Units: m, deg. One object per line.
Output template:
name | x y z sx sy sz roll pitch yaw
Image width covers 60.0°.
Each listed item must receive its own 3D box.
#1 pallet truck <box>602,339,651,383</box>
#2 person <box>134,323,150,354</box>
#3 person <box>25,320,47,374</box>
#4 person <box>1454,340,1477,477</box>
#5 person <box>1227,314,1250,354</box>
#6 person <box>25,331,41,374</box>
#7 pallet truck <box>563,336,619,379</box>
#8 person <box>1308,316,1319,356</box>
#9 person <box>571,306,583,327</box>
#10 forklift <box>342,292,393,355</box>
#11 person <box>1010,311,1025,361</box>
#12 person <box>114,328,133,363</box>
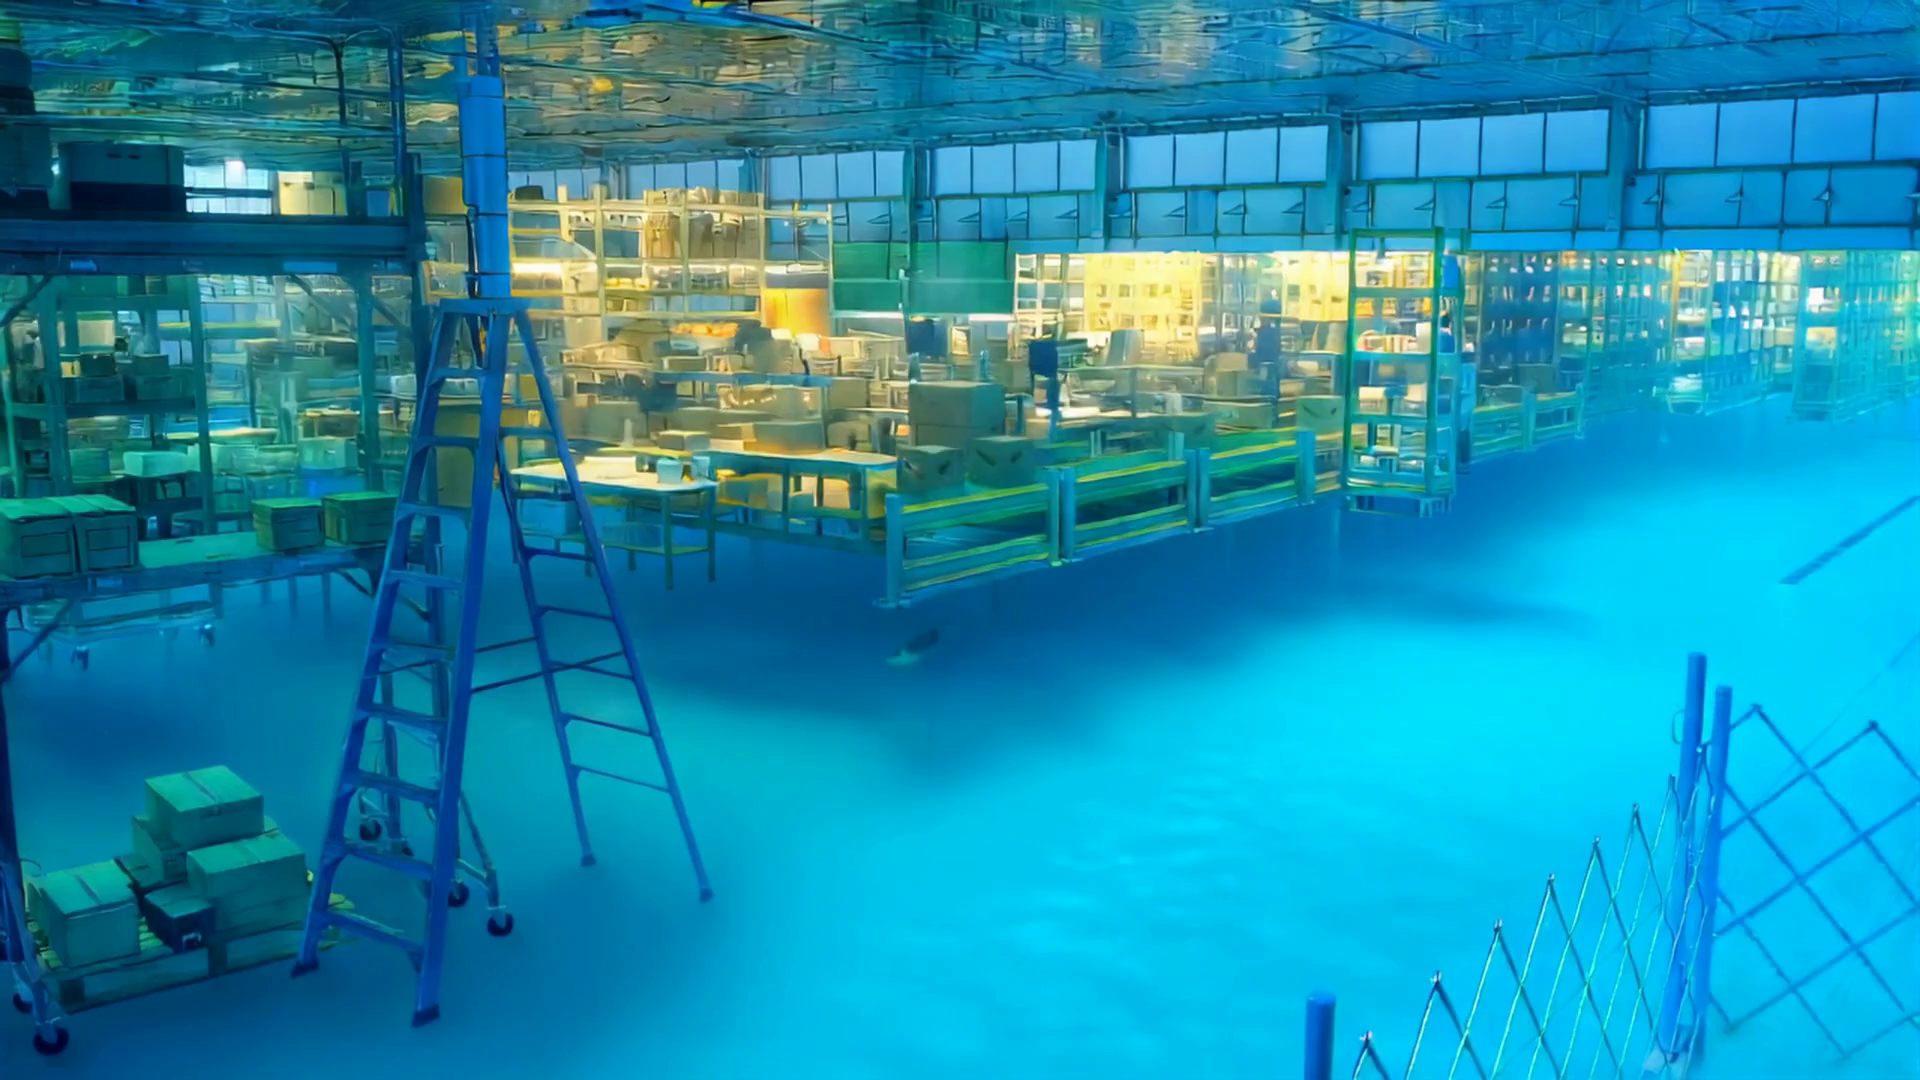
pallet truck | -8.991 -4.871 45.351 0.653 1.274 1.630 7 11 37
person | -20.188 -4.470 41.276 0.593 1.811 0.691 6 11 32
person | -23.747 -4.706 42.591 1.004 1.854 0.583 -2 9 -14
person | 7.521 -1.971 24.924 0.362 2.048 0.610 6 11 31
person | 8.165 -5.726 48.839 0.617 1.894 0.981 5 10 28
person | -21.067 -3.904 37.968 0.546 1.729 0.840 9 13 43
pallet truck | -10.690 -5.294 48.215 1.601 1.201 0.680 -5 10 -26
person | 11.074 -6.173 51.828 0.563 1.827 0.498 6 11 33
person | -14.603 -8.031 63.529 0.648 1.792 0.951 5 10 29
forklift | -16.485 -5.622 45.120 1.129 2.768 1.873 7 11 37
person | 1.901 -6.560 54.337 0.750 1.806 0.599 4 10 25
person | -21.314 -4.584 42.449 0.536 1.648 0.887 5 11 30
